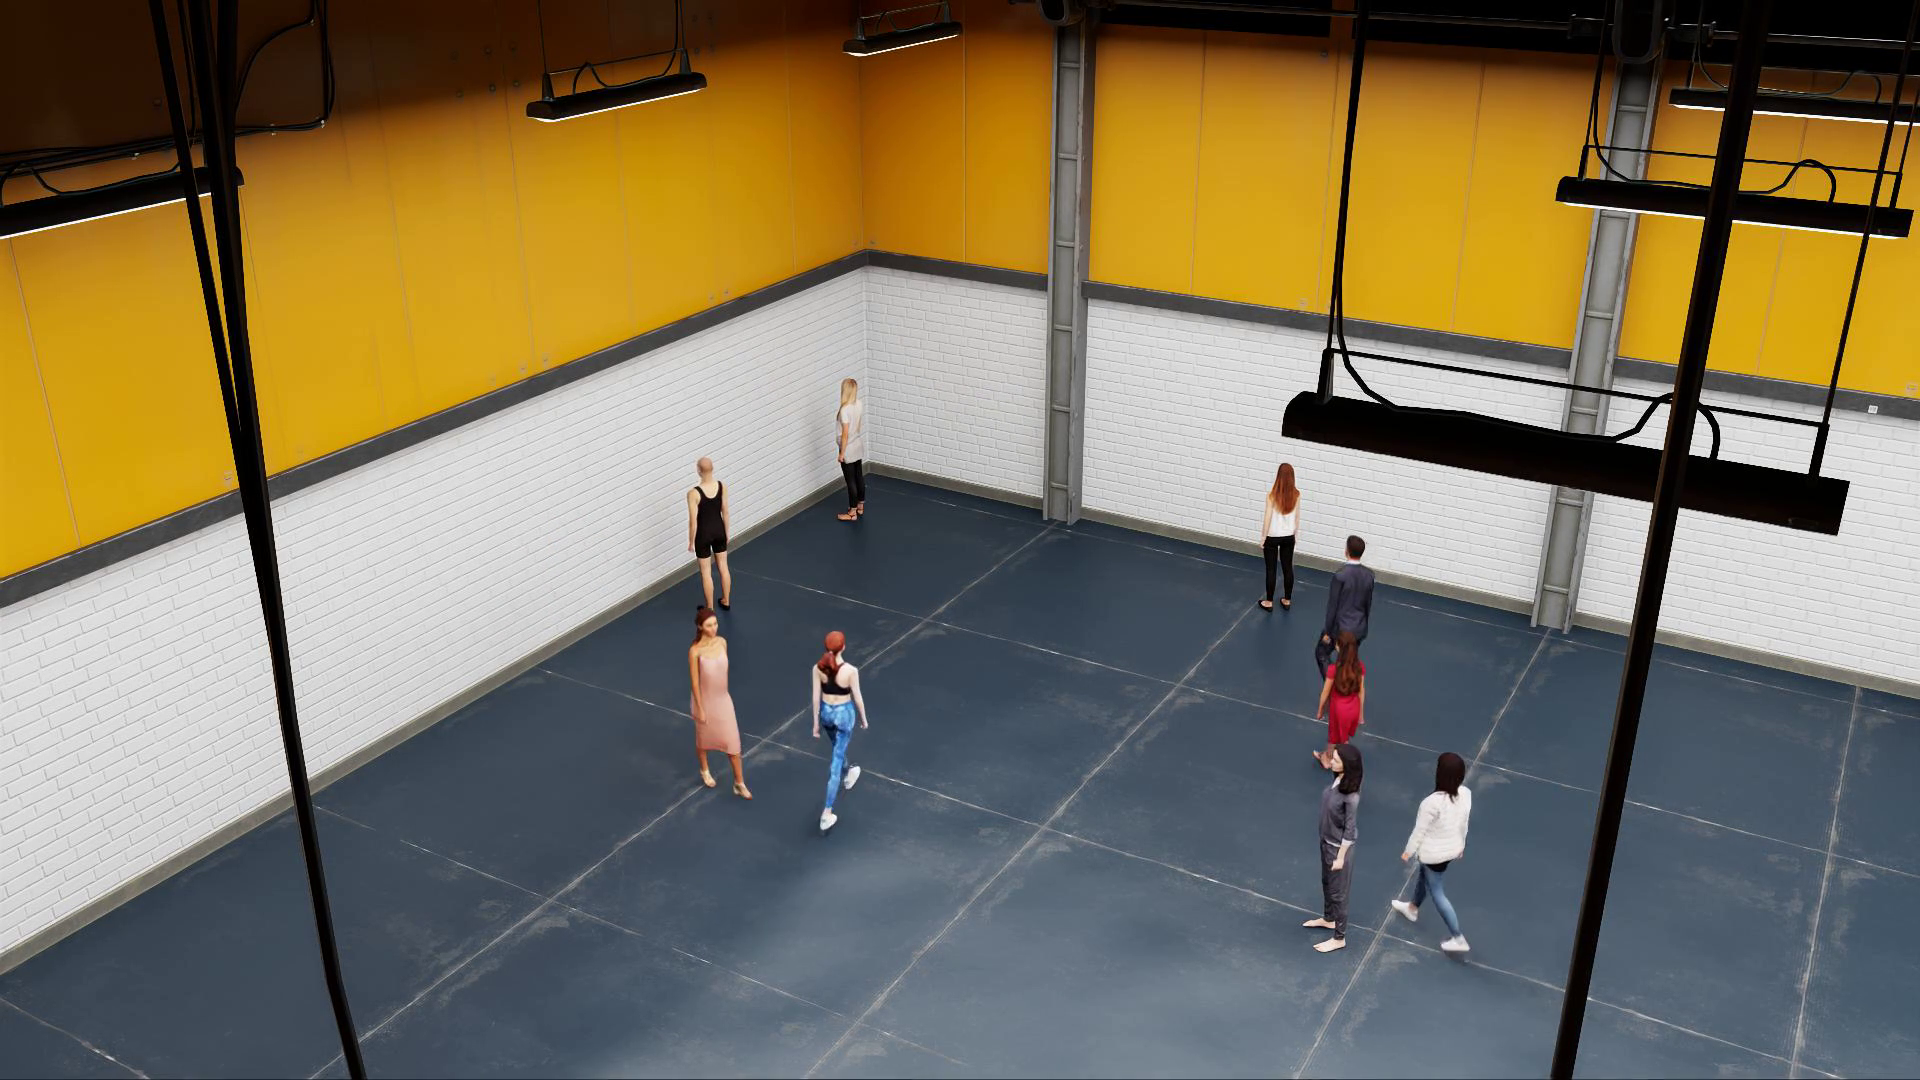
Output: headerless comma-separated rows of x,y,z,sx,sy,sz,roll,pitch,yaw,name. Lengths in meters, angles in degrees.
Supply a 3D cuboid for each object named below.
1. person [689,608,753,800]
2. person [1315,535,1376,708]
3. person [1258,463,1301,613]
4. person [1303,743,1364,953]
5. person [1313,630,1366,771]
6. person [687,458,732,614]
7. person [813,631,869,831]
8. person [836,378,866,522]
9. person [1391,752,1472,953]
-2.275,1.423,14.811,0.802,1.805,0.999,-17,29,-34,person
3.751,0.884,15.988,0.804,1.850,0.860,-8,25,-17,person
3.514,-0.032,18.244,0.645,1.721,0.713,-5,24,-12,person
2.907,2.336,12.774,0.690,1.765,0.667,-2,24,-4,person
3.436,1.585,14.815,0.977,1.505,1.087,-7,25,-16,person
-2.723,-0.043,18.154,0.702,1.814,0.648,-18,29,-35,person
-1.082,1.662,14.357,1.209,1.732,0.838,7,25,16,person
-1.340,-1.132,20.630,0.547,1.827,0.611,10,26,22,person
3.729,2.418,12.778,0.901,1.610,1.141,-16,28,-33,person
